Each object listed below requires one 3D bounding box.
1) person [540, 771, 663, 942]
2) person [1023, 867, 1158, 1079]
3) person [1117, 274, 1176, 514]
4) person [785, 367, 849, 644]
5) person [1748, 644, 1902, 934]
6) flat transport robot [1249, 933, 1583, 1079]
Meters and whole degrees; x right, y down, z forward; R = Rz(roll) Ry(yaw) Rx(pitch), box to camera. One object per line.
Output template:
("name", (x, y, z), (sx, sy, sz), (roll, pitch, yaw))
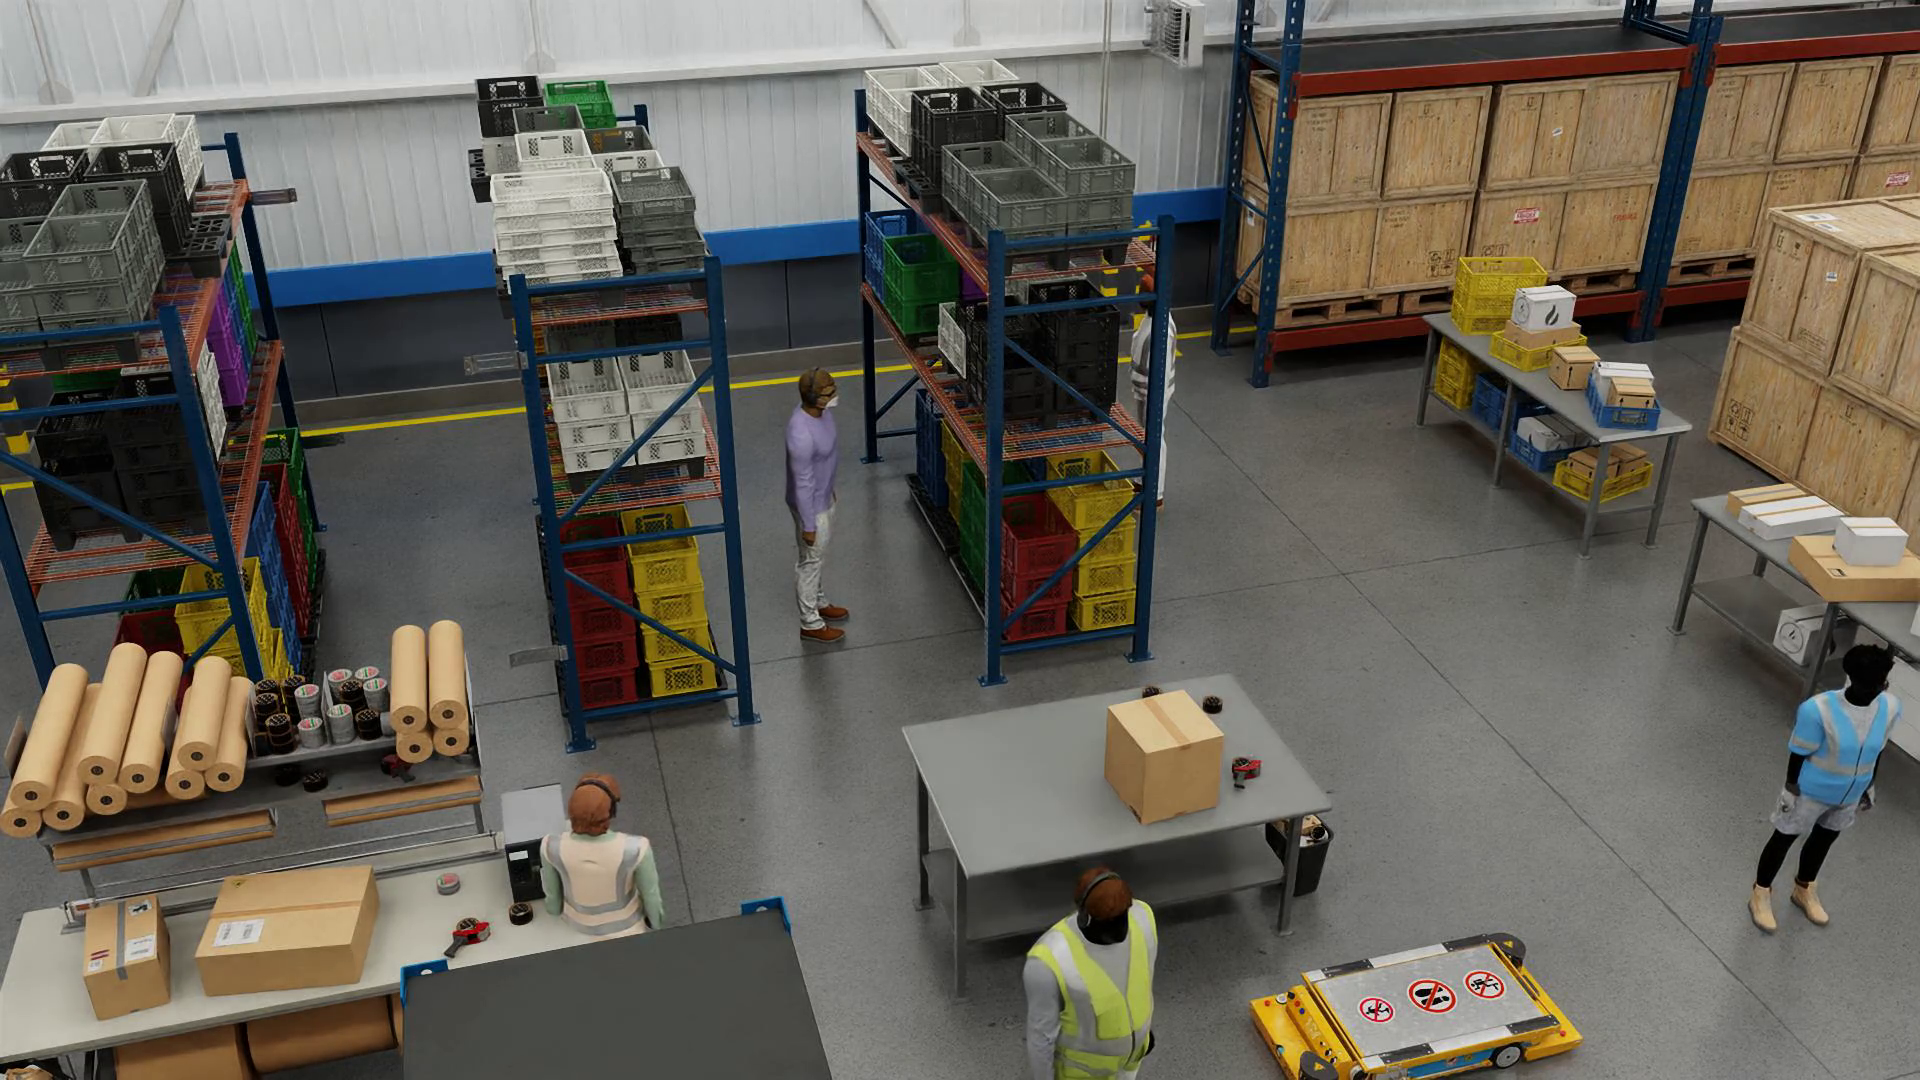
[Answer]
("person", (-1.596, 1.769, 7.514), (0.523, 1.631, 0.322), (0, 29, 0))
("person", (0.552, 2.073, 6.741), (0.636, 1.842, 0.429), (-19, 34, -31))
("person", (1.424, -1.109, 12.489), (0.350, 1.882, 0.583), (-2, 29, -4))
("person", (-0.946, -0.231, 10.845), (0.375, 1.935, 0.635), (3, 29, 5))
("person", (4.384, 1.244, 8.398), (0.536, 1.696, 0.322), (-4, 29, -7))
("flat transport robot", (2.184, 2.282, 7.980), (1.431, 0.197, 0.652), (-8, 30, -14))
